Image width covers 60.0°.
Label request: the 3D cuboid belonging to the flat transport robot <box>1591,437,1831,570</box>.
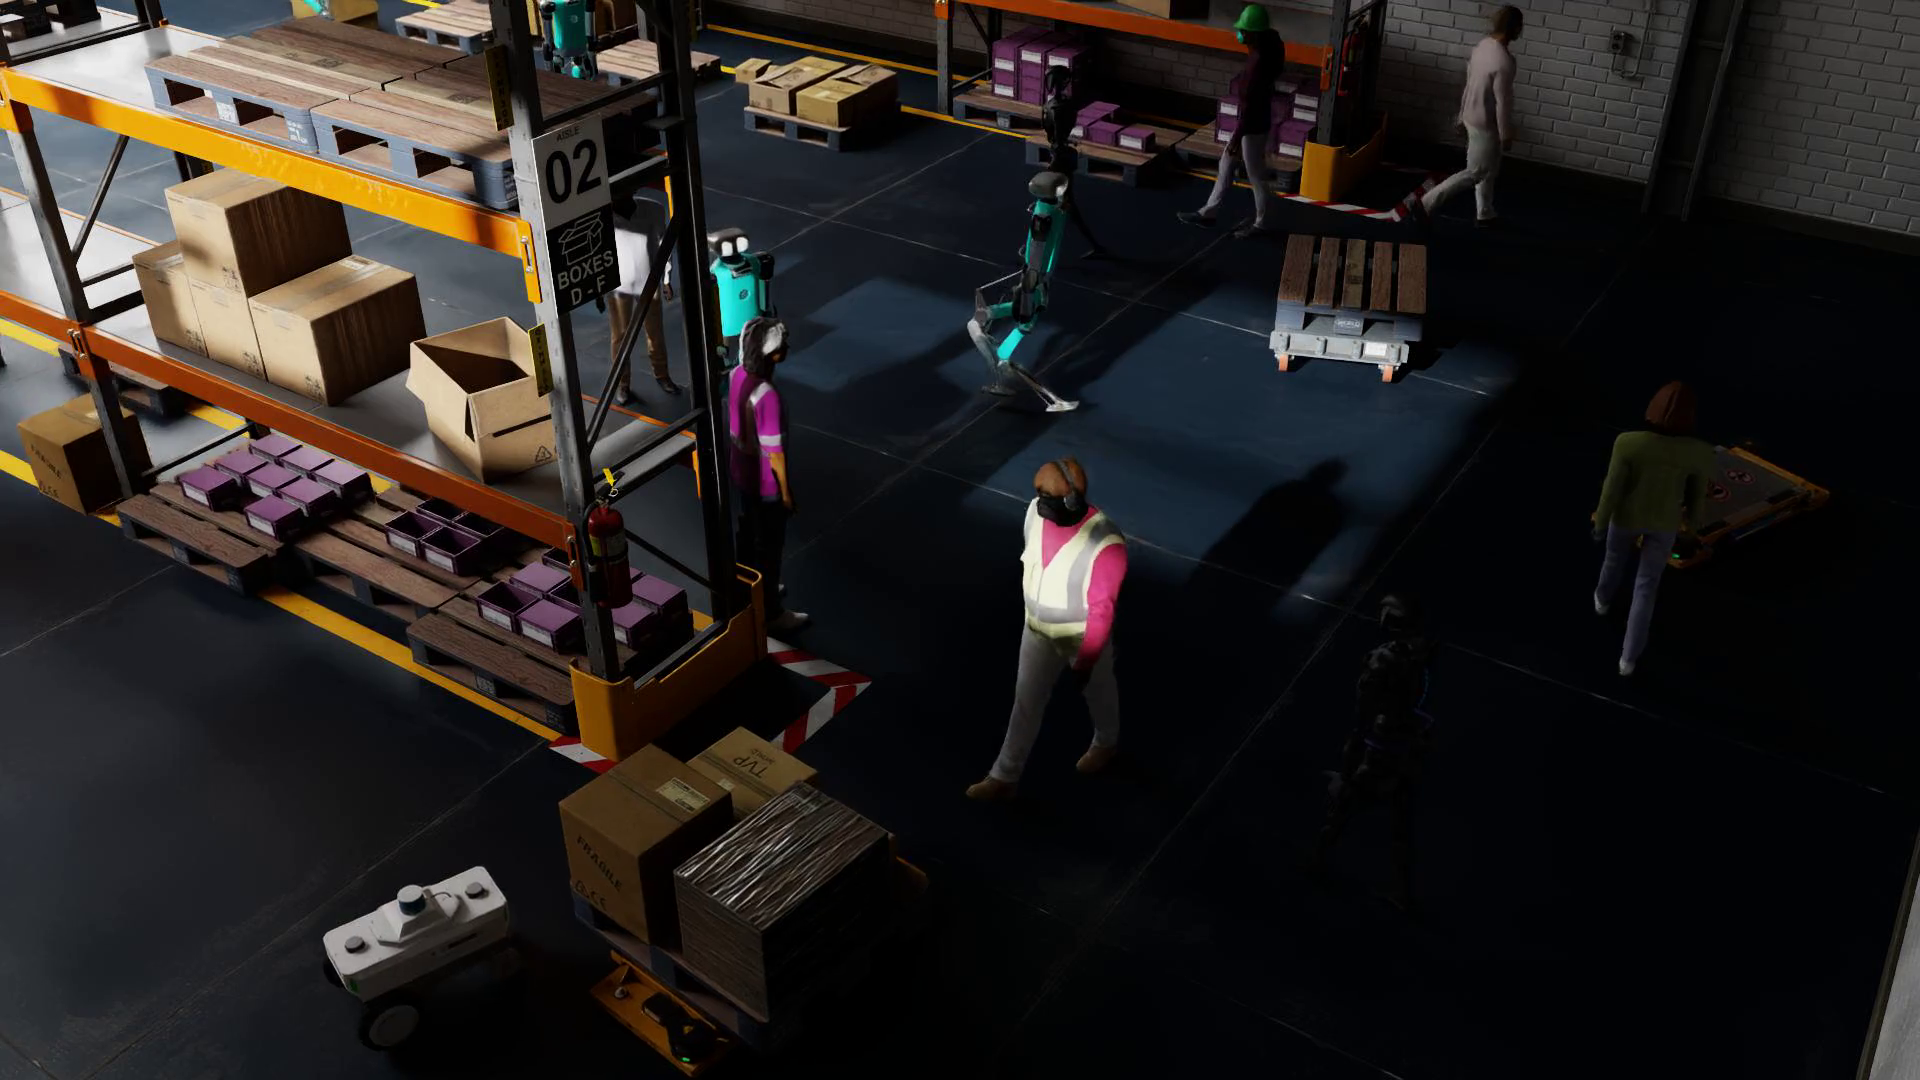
[{"bbox_3d":[4.637,-0.237,10.238,1.431,0.231,0.659,-19,38,-27],"label":"flat transport robot"}]

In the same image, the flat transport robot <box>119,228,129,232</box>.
[{"bbox_3d":[-7.348,-2.168,13.205,1.431,0.231,0.659,-14,35,-20],"label":"flat transport robot"}]

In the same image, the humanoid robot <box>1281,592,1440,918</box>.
[{"bbox_3d":[1.806,0.899,7.210,0.602,1.636,0.664,-26,41,-34],"label":"humanoid robot"}]

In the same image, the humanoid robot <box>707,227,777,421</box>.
[{"bbox_3d":[-1.513,-1.152,10.368,0.548,1.845,0.855,-23,40,-31],"label":"humanoid robot"}]

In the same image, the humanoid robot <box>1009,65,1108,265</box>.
[{"bbox_3d":[0.806,-2.956,13.176,0.807,1.626,0.603,1,33,2],"label":"humanoid robot"}]

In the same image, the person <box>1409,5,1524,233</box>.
[{"bbox_3d":[4.225,-3.416,13.626,0.867,1.905,0.623,0,33,1],"label":"person"}]

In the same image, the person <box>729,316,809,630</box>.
[{"bbox_3d":[-1.052,-0.359,8.991,0.353,1.840,0.513,-16,36,-23],"label":"person"}]

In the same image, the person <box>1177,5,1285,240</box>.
[{"bbox_3d":[2.220,-3.371,13.538,0.887,1.917,0.520,5,33,7],"label":"person"}]

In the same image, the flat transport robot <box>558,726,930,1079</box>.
[{"bbox_3d":[-0.856,1.697,7.265,0.659,0.231,1.431,25,40,33],"label":"flat transport robot"}]

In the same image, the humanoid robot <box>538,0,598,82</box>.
[{"bbox_3d":[-3.597,-4.296,15.007,0.533,1.677,0.735,-26,41,-33],"label":"humanoid robot"}]

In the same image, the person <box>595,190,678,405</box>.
[{"bbox_3d":[-2.203,-1.724,11.180,0.573,1.738,0.391,-15,36,-22],"label":"person"}]

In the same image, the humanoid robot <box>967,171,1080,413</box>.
[{"bbox_3d":[0.361,-1.611,10.992,0.971,1.731,0.549,10,34,15],"label":"humanoid robot"}]

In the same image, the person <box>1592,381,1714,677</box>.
[{"bbox_3d":[3.642,-0.101,8.814,0.522,1.584,0.872,10,34,14],"label":"person"}]

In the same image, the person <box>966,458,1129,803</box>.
[{"bbox_3d":[0.454,0.447,7.789,0.927,1.788,0.628,-28,42,-36],"label":"person"}]

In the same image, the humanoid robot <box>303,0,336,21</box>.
[{"bbox_3d":[-6.949,-6.040,17.840,0.845,1.799,0.561,8,34,12],"label":"humanoid robot"}]

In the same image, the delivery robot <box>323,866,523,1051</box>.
[{"bbox_3d":[-2.274,1.711,6.991,0.809,0.606,0.499,-22,39,-30],"label":"delivery robot"}]
